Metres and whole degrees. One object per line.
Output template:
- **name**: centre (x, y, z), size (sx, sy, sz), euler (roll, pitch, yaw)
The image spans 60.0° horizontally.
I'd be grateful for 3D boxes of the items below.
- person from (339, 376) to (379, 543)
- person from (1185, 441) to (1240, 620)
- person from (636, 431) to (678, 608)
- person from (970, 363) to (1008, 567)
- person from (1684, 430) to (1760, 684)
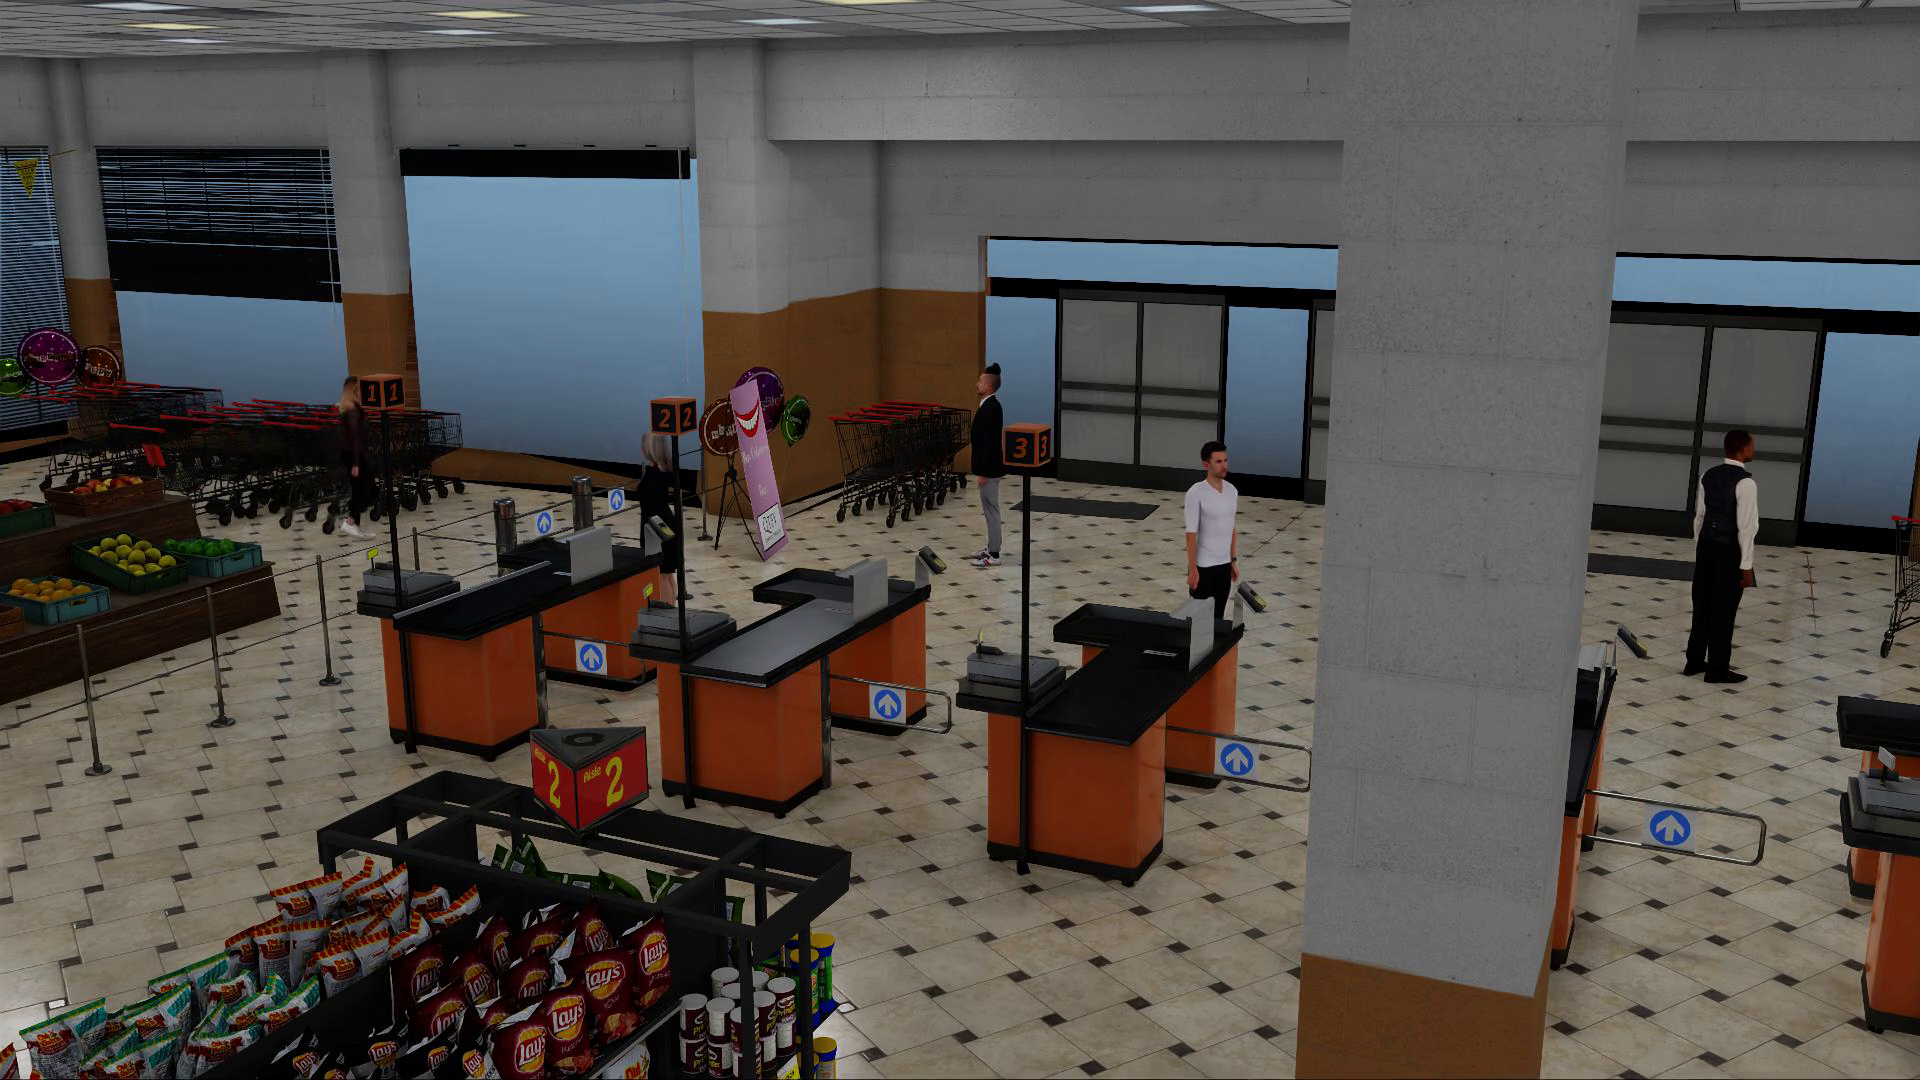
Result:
- **person**: centre (-6.195, -0.797, 16.798), size (0.785, 1.692, 0.744), euler (-8, 16, -29)
- **person**: centre (1.871, 0.170, 12.472), size (0.695, 1.851, 0.819), euler (-10, 17, -34)
- **person**: centre (-2.456, -0.035, 13.539), size (0.746, 1.746, 0.630), euler (1, 14, 2)
- **person**: centre (0.286, -0.733, 15.984), size (0.847, 1.950, 0.693), euler (0, 14, 1)
- **person**: centre (5.759, 0.112, 12.570), size (0.832, 1.917, 0.766), euler (-5, 14, -18)
